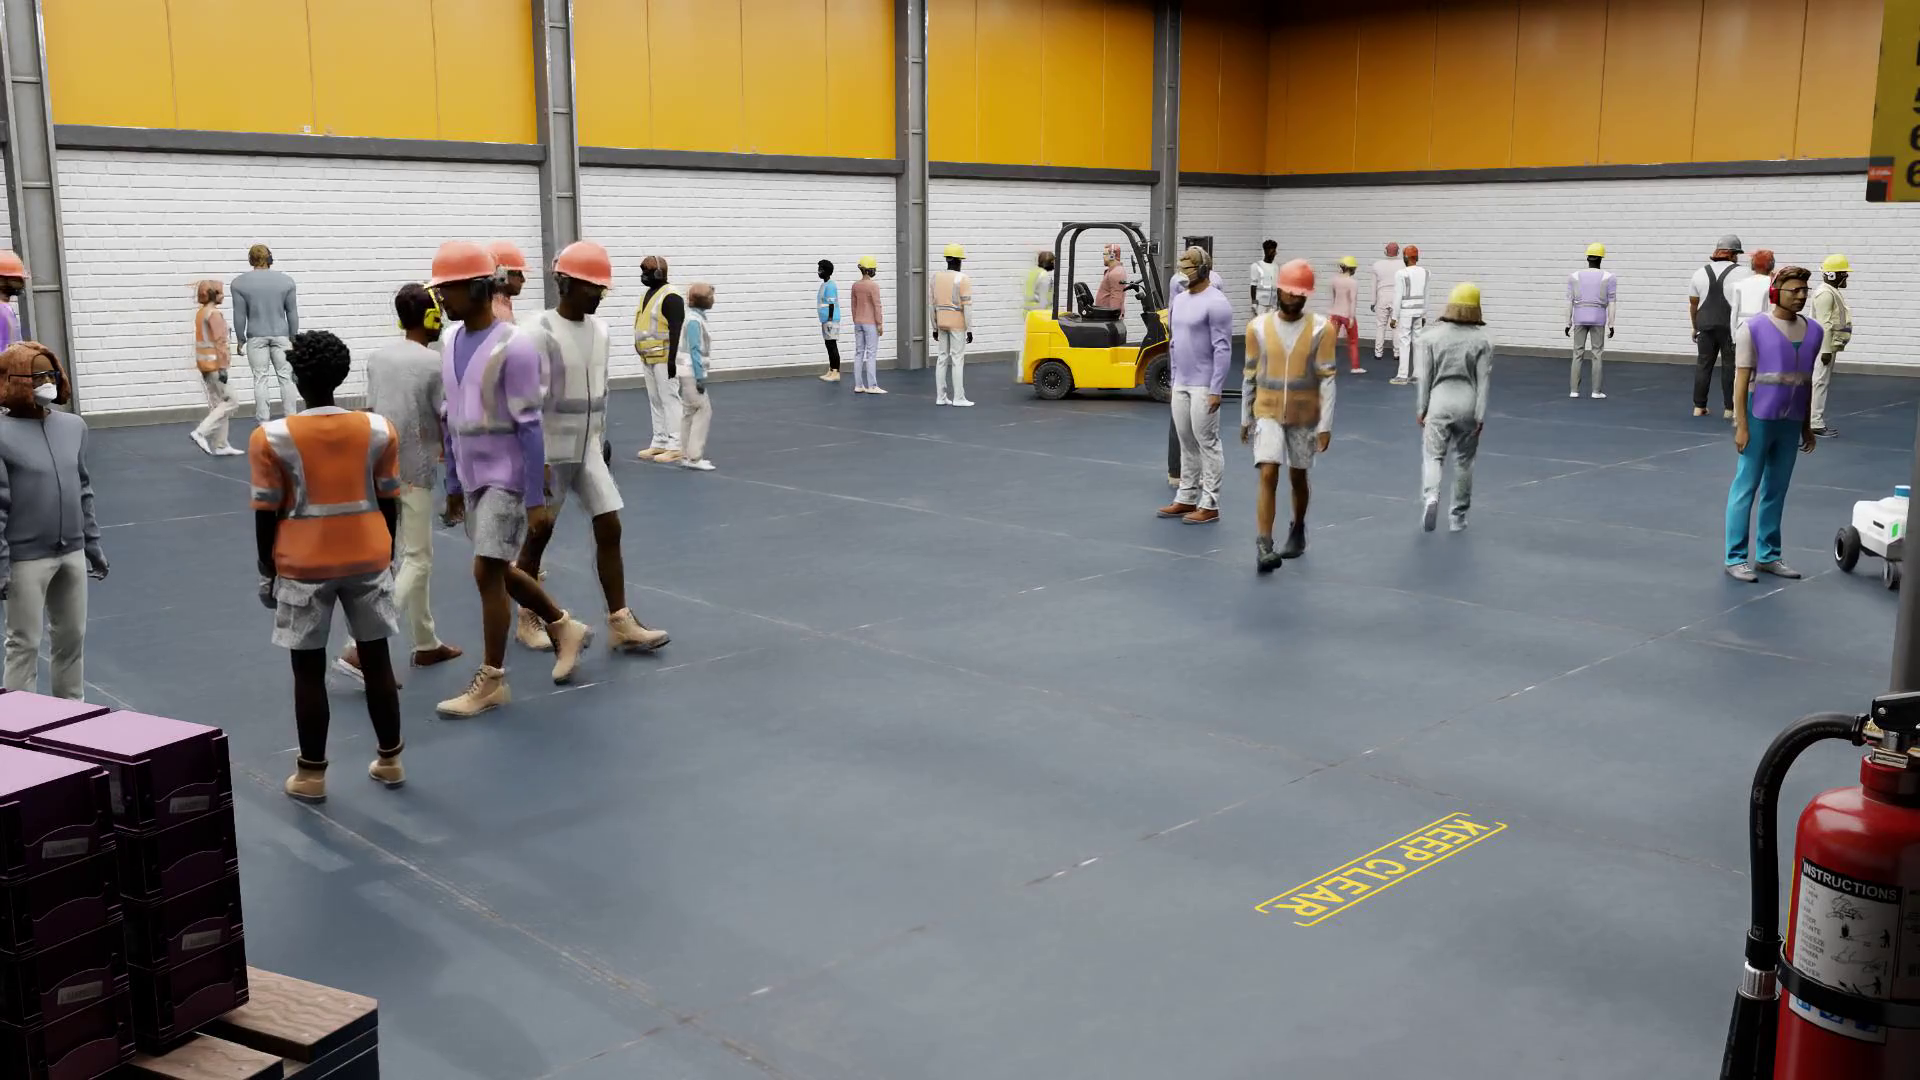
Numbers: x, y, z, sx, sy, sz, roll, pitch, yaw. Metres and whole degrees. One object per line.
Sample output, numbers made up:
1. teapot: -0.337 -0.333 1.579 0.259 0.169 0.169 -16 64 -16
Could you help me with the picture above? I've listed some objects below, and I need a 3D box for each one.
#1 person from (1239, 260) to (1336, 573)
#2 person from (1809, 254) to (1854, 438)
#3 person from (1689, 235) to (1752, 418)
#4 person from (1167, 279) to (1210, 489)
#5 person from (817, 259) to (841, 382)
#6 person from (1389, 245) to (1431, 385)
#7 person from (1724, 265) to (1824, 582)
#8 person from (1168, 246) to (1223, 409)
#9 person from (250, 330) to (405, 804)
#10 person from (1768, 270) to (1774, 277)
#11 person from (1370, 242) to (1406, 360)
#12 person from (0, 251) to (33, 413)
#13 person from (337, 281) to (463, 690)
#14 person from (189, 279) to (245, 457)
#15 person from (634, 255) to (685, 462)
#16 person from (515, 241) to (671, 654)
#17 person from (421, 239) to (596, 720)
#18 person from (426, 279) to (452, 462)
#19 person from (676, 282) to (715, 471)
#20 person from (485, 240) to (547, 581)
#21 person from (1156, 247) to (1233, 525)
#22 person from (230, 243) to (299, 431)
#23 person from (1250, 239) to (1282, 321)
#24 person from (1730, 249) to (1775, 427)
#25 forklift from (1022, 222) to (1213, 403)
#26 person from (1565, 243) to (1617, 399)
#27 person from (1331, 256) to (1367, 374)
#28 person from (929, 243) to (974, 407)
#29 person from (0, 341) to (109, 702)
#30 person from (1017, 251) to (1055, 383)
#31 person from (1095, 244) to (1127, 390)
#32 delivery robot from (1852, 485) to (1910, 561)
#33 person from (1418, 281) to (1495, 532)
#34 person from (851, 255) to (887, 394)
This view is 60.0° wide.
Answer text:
1. person: 1.979 -0.755 10.110 0.587 1.874 1.021 3 11 15
2. person: 8.745 -1.950 16.747 0.403 1.833 0.590 6 12 28
3. person: 8.525 -2.390 18.578 0.536 2.000 0.673 -9 14 -41
4. person: 1.832 -1.342 13.398 0.327 1.844 0.514 1 10 7
5. person: -1.830 -3.051 23.145 0.321 1.690 0.536 -3 11 -17
6. person: 6.108 -3.051 22.602 0.572 1.887 0.356 -5 11 -25
7. person: 4.783 -0.684 9.799 0.564 1.847 0.395 -3 11 -17
8. person: 2.716 -2.451 19.305 0.645 1.899 0.401 -2 11 -9
9. person: -2.252 0.097 5.970 0.535 1.691 0.316 -8 13 -37
10. person: 10.165 -2.654 21.120 0.538 1.625 0.378 5 12 28
11. person: 7.007 -3.882 27.065 0.651 1.913 0.410 4 11 19
12. person: -6.849 -1.139 12.150 0.886 1.901 0.568 -6 12 -28
13. person: -2.563 -0.251 7.550 0.540 1.826 0.784 6 12 28
14. person: -6.799 -1.554 15.133 0.406 1.623 0.543 -8 13 -37
15. person: -2.703 -1.622 14.933 0.429 1.841 0.634 -7 13 -34
16. person: -1.842 -0.414 7.953 0.859 2.000 0.692 7 12 32
17. person: -1.944 -0.282 7.165 0.627 2.032 0.759 9 13 39
18. person: -4.652 -1.516 14.922 0.278 1.633 0.507 -4 11 -19
19. person: -2.276 -1.408 14.363 0.379 1.615 0.516 -1 10 -4
20. person: -2.670 -0.752 9.773 0.401 1.990 0.622 -5 11 -25
21. person: 1.669 -1.080 11.714 0.376 1.940 0.629 -5 11 -24
22. person: -7.096 -2.054 17.035 0.628 1.936 0.378 -5 12 -28
23. person: 4.872 -3.791 26.463 0.603 1.958 0.389 -4 11 -23
24. person: 8.419 -2.125 17.577 0.483 1.872 0.635 -7 12 -32
25. forklift: 1.935 -2.847 20.651 2.313 2.155 1.214 2 11 13
26. person: 7.819 -2.711 20.638 0.594 1.924 0.382 6 12 29
27. person: 5.562 -3.268 24.200 0.875 1.729 0.521 -7 13 -35
28. person: -0.085 -2.536 19.687 0.595 1.923 0.374 8 13 37
29. person: -3.447 0.070 6.274 0.279 1.633 0.504 3 11 18
30. person: 1.192 -3.051 22.835 0.902 1.797 0.639 -4 11 -21
31. person: 1.982 -2.922 21.845 0.410 1.908 0.643 1 10 5
32. delivery robot: 5.522 -0.076 9.756 0.477 0.478 0.707 2 11 10
33. person: 3.334 -0.883 11.238 0.488 1.717 0.668 4 11 21
34. person: -1.177 -2.749 21.285 0.314 1.769 0.524 -10 14 -44
